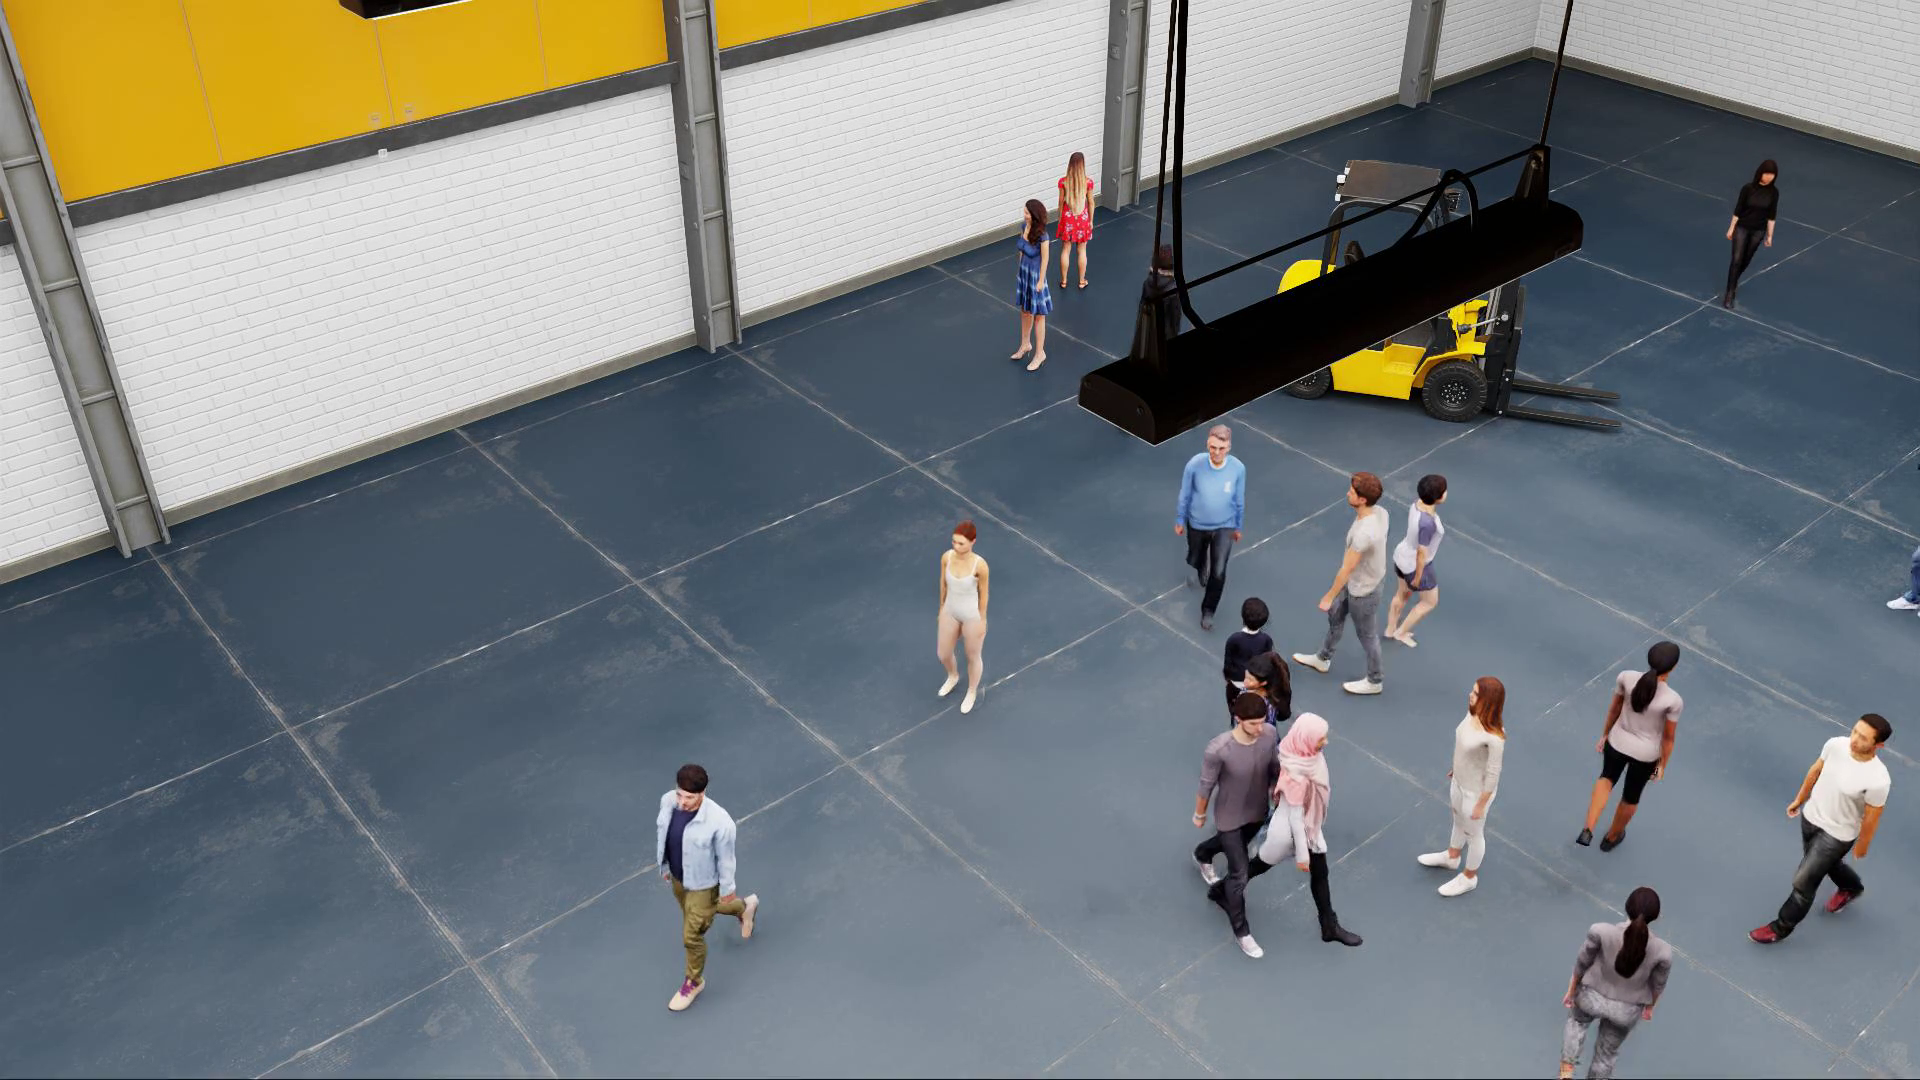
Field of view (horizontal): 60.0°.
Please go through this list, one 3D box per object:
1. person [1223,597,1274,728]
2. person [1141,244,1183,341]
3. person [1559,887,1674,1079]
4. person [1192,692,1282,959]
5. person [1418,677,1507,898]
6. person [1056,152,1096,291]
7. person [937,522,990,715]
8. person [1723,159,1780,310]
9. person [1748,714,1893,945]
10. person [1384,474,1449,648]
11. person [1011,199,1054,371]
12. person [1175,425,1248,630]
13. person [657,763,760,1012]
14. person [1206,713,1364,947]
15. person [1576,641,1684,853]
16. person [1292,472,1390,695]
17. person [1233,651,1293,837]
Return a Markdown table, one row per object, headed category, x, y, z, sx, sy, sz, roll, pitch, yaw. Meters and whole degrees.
| category | x | y | z | sx | sy | sz | roll | pitch | yaw |
| --- | --- | --- | --- | --- | --- | --- | --- | --- | --- |
| person | 2.096 | 0.976 | 12.068 | 0.704 | 1.217 | 0.741 | -3 | 34 | -5 |
| person | 1.893 | -1.962 | 16.001 | 0.761 | 1.755 | 1.114 | 24 | 41 | 32 |
| person | 3.572 | 2.619 | 9.190 | 0.719 | 1.665 | 0.719 | 16 | 37 | 22 |
| person | 1.721 | 1.653 | 10.509 | 1.131 | 1.814 | 0.854 | -18 | 38 | -25 |
| person | 3.322 | 1.570 | 10.728 | 0.710 | 1.711 | 0.692 | -4 | 34 | -6 |
| person | 1.279 | -3.559 | 18.551 | 0.665 | 1.593 | 0.717 | 5 | 34 | 7 |
| person | 0.048 | 0.527 | 12.359 | 0.642 | 1.642 | 0.659 | 15 | 37 | 22 |
| person | 8.702 | -3.429 | 18.333 | 0.917 | 1.617 | 1.022 | 7 | 34 | 11 |
| person | 5.517 | 1.769 | 10.369 | 1.222 | 1.775 | 0.993 | -8 | 34 | -11 |
| person | 3.492 | 0.163 | 12.987 | 0.720 | 1.553 | 0.674 | -3 | 34 | -5 |
| person | 0.726 | -2.609 | 16.928 | 0.613 | 1.806 | 0.699 | -18 | 38 | -25 |
| person | 2.019 | -0.187 | 13.298 | 1.044 | 1.791 | 1.123 | 2 | 34 | 3 |
| person | -1.531 | 1.983 | 10.036 | 0.850 | 1.788 | 1.149 | 24 | 41 | 32 |
| person | 1.961 | 1.796 | 10.355 | 1.069 | 1.747 | 1.279 | 14 | 36 | 20 |
| person | 4.379 | 1.420 | 10.932 | 0.660 | 1.734 | 0.816 | 28 | 43 | 36 |
| person | 3.091 | 0.372 | 12.401 | 1.041 | 1.854 | 1.038 | 8 | 34 | 11 |
| person | 2.061 | 1.387 | 11.095 | 0.783 | 1.608 | 0.742 | -4 | 34 | -6 |
